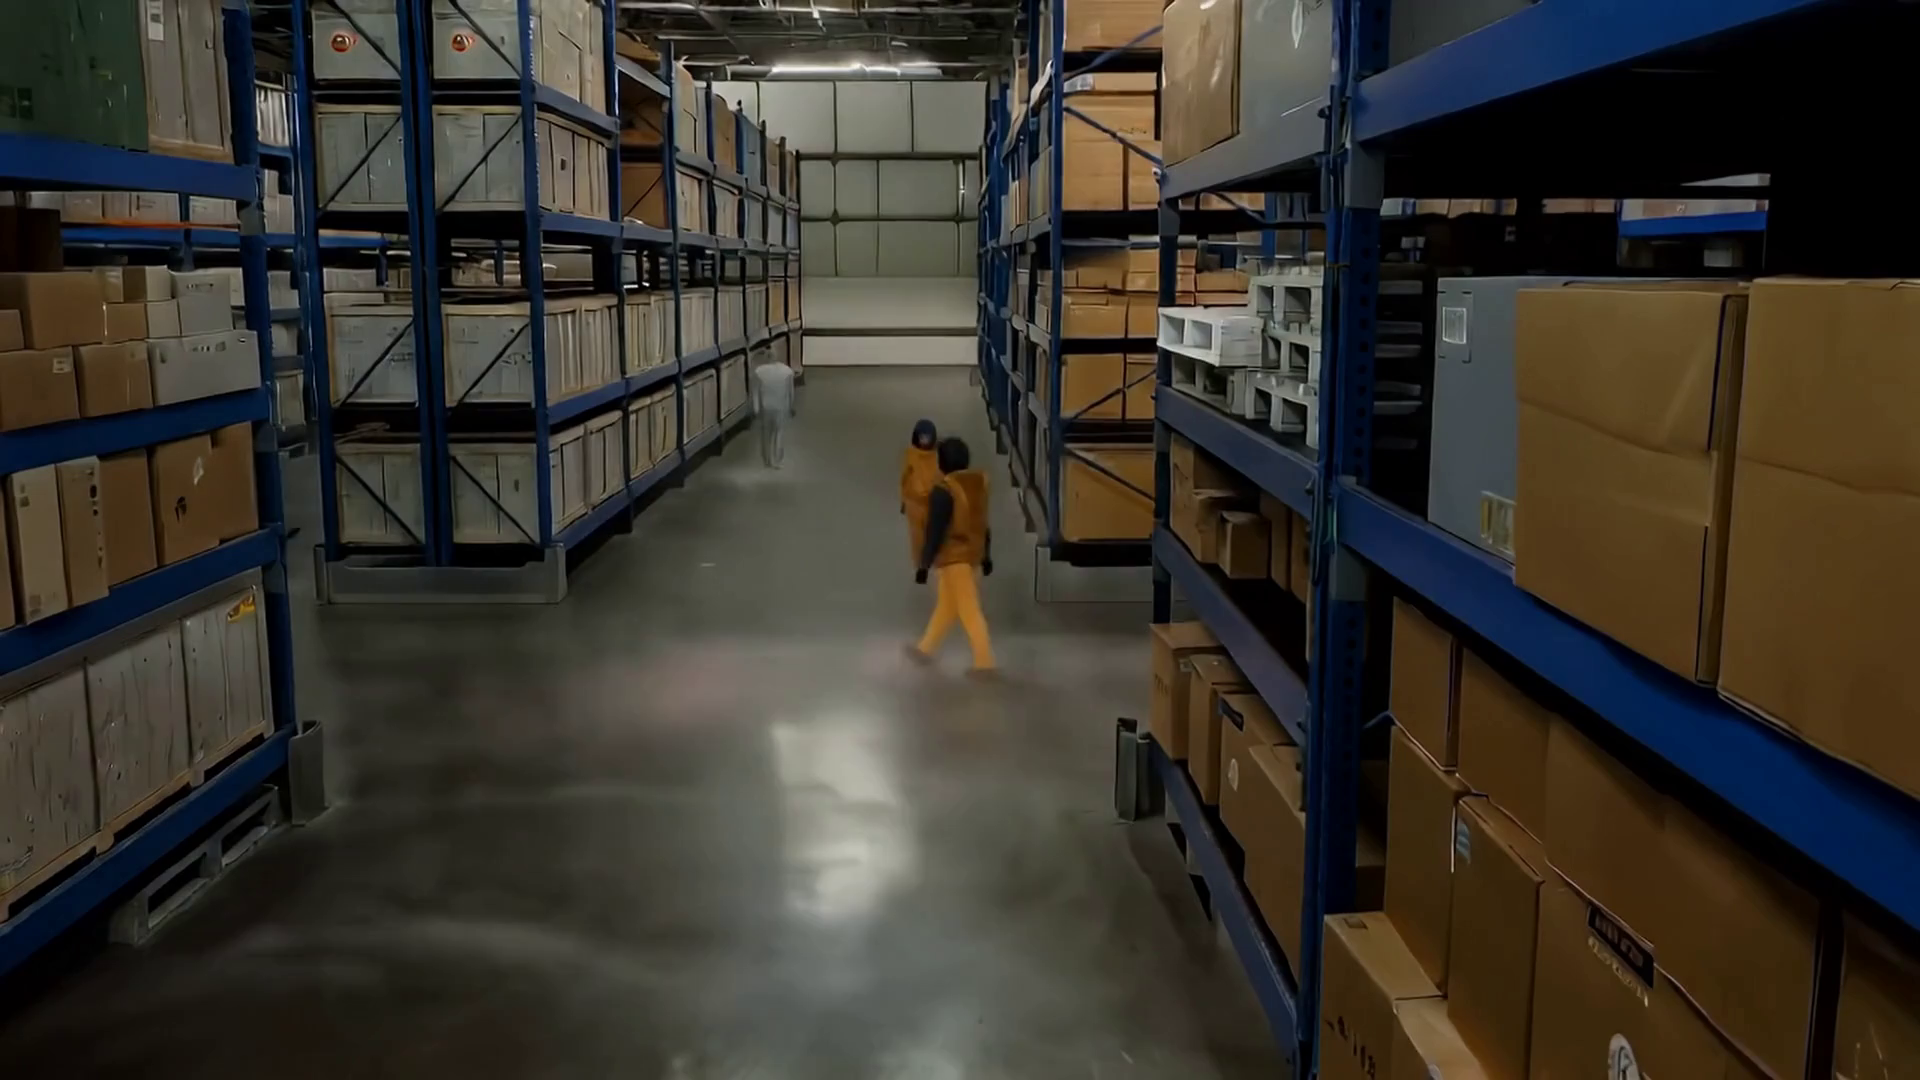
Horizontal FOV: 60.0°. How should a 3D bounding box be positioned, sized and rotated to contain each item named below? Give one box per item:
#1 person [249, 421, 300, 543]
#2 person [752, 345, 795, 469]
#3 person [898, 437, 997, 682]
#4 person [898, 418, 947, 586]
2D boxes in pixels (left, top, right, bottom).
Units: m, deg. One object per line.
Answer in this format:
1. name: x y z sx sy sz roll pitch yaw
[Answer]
1. person: -7.641 -0.795 17.997 0.594 1.804 0.907 5 11 28
2. person: -2.855 -2.047 25.531 0.649 1.862 0.974 -1 9 -6
3. person: -0.090 0.131 12.372 0.945 1.789 0.654 6 11 31
4. person: -0.344 -0.380 16.005 0.533 1.621 0.448 -2 9 -10
